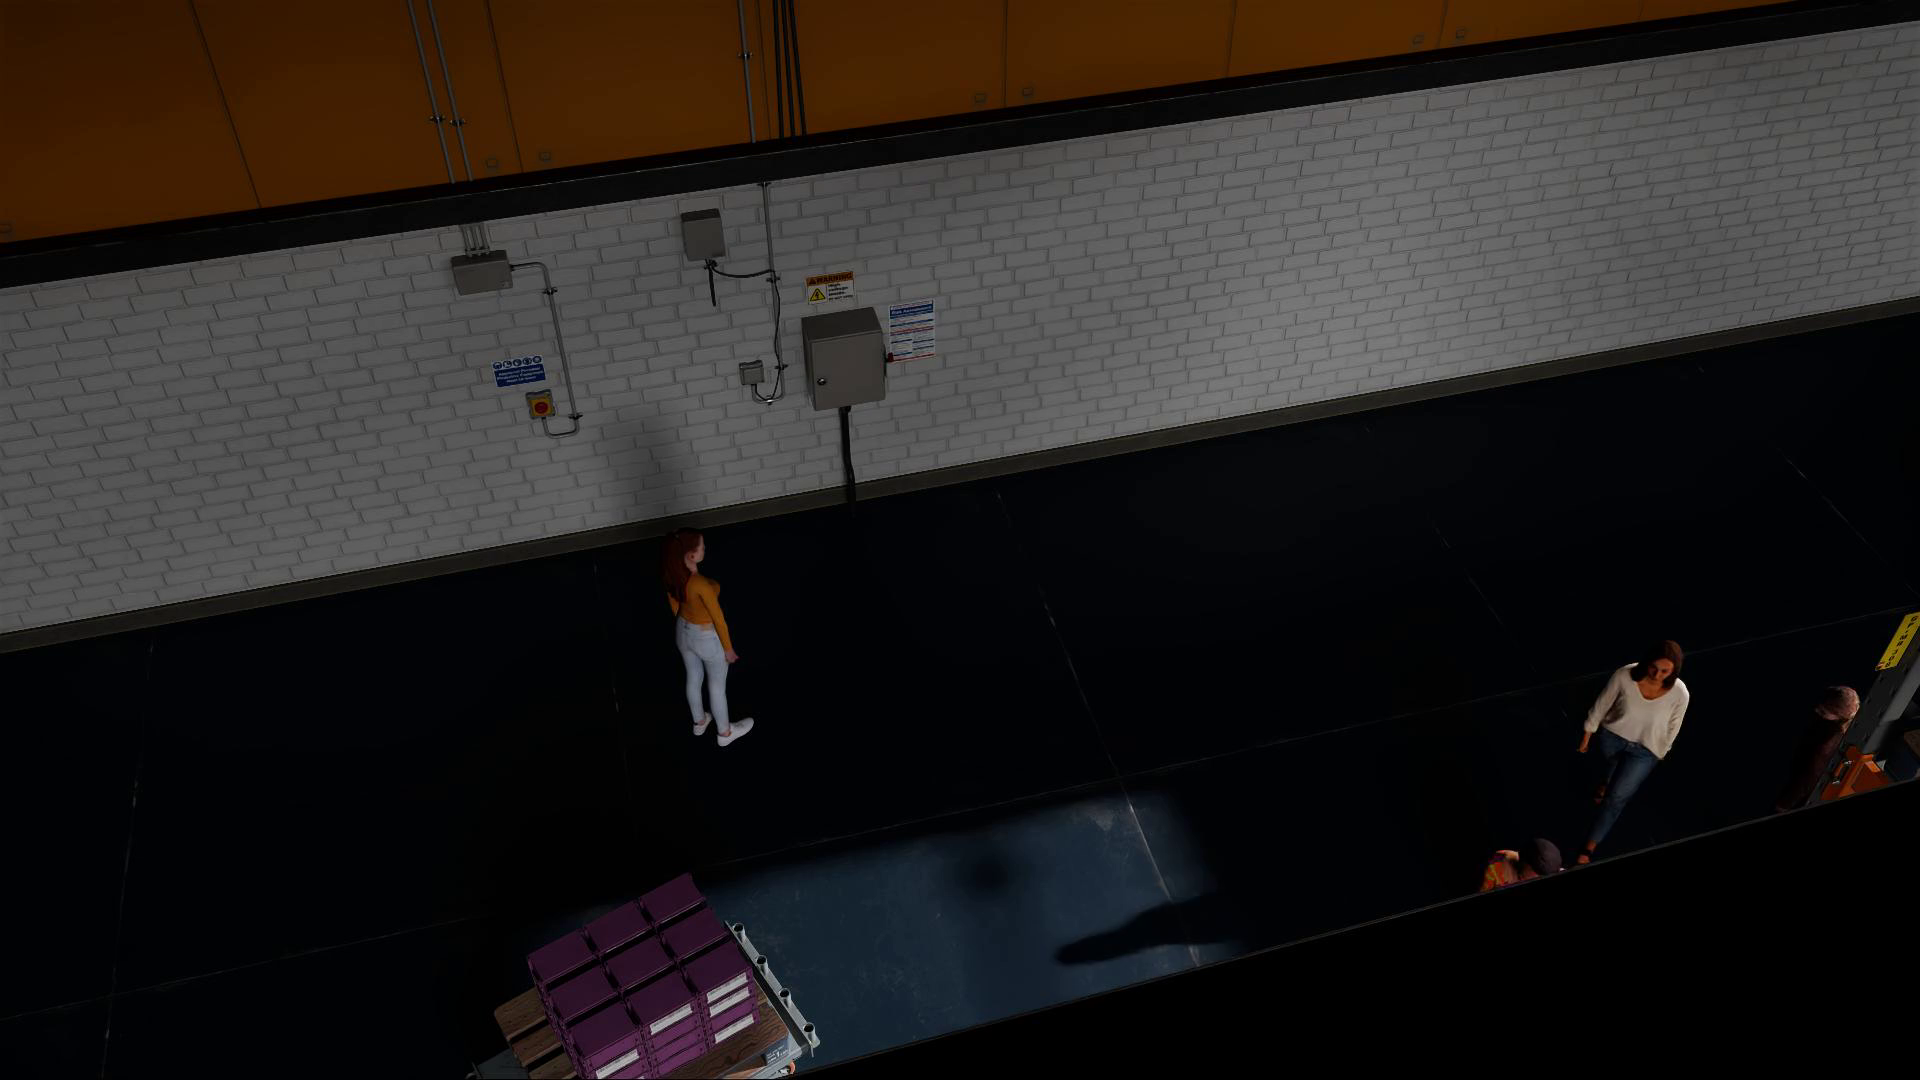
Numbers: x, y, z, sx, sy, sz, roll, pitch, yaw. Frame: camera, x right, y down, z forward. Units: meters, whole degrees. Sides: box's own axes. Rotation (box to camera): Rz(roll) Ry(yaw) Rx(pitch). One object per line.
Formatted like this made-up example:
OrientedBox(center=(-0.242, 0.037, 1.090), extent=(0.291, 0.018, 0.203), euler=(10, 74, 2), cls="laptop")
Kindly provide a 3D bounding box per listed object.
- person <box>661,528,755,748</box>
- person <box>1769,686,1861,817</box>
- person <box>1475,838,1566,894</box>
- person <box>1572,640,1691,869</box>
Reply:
OrientedBox(center=(-1.591, 0.601, 10.184), extent=(0.675, 1.755, 0.747), euler=(26, 49, 25), cls="person")
OrientedBox(center=(4.870, 1.417, 9.388), extent=(0.913, 1.671, 0.996), euler=(-31, 52, -29), cls="person")
OrientedBox(center=(2.971, 2.016, 8.777), extent=(0.857, 1.647, 0.917), euler=(19, 47, 19), cls="person")
OrientedBox(center=(3.935, 1.118, 9.727), extent=(1.102, 1.637, 1.110), euler=(26, 50, 25), cls="person")
